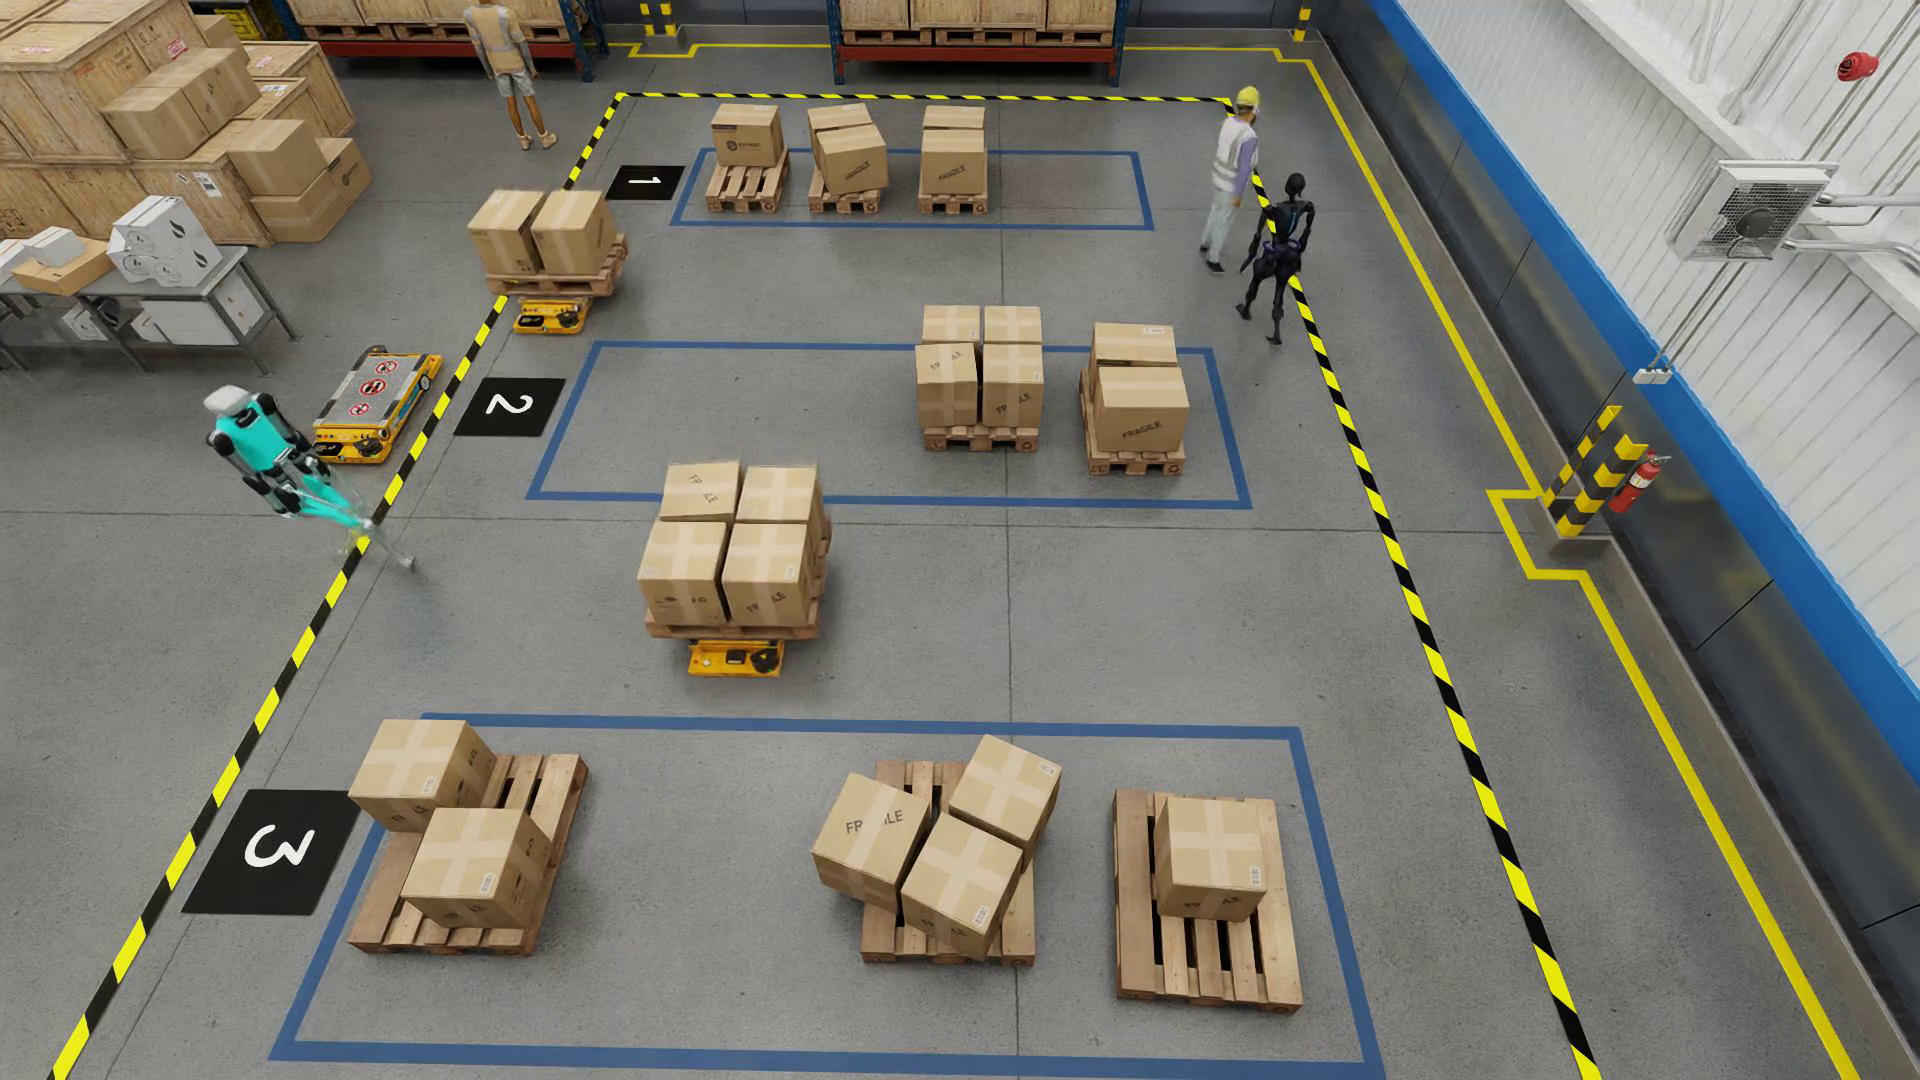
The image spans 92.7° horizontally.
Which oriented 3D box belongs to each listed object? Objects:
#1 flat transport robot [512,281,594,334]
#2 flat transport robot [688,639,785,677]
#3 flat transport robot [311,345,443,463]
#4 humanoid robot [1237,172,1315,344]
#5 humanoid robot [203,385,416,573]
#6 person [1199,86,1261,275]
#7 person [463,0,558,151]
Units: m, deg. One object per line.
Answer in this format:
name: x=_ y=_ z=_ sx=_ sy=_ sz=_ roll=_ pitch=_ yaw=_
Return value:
flat transport robot: x=-4.149 y=-2.682 z=9.619 sx=0.652 sy=0.197 sz=1.431 roll=1 pitch=50 yaw=1
flat transport robot: x=-1.621 y=0.390 z=7.019 sx=0.652 sy=0.197 sz=1.431 roll=1 pitch=50 yaw=1
flat transport robot: x=-5.383 y=-1.269 z=8.441 sx=0.659 sy=0.231 sz=1.431 roll=1 pitch=50 yaw=1
humanoid robot: x=3.032 y=-2.680 z=8.746 sx=0.594 sy=1.628 sz=0.783 roll=-6 pitch=50 yaw=-5
humanoid robot: x=-4.606 y=-0.356 z=6.743 sx=1.017 sy=1.782 sz=0.531 roll=9 pitch=50 yaw=7
person: x=2.837 y=-3.692 z=9.506 sx=0.413 sy=1.792 sz=0.758 roll=-9 pitch=50 yaw=-8
person: x=-5.451 y=-5.755 z=11.076 sx=0.613 sy=2.040 sz=0.376 roll=-3 pitch=50 yaw=-2
